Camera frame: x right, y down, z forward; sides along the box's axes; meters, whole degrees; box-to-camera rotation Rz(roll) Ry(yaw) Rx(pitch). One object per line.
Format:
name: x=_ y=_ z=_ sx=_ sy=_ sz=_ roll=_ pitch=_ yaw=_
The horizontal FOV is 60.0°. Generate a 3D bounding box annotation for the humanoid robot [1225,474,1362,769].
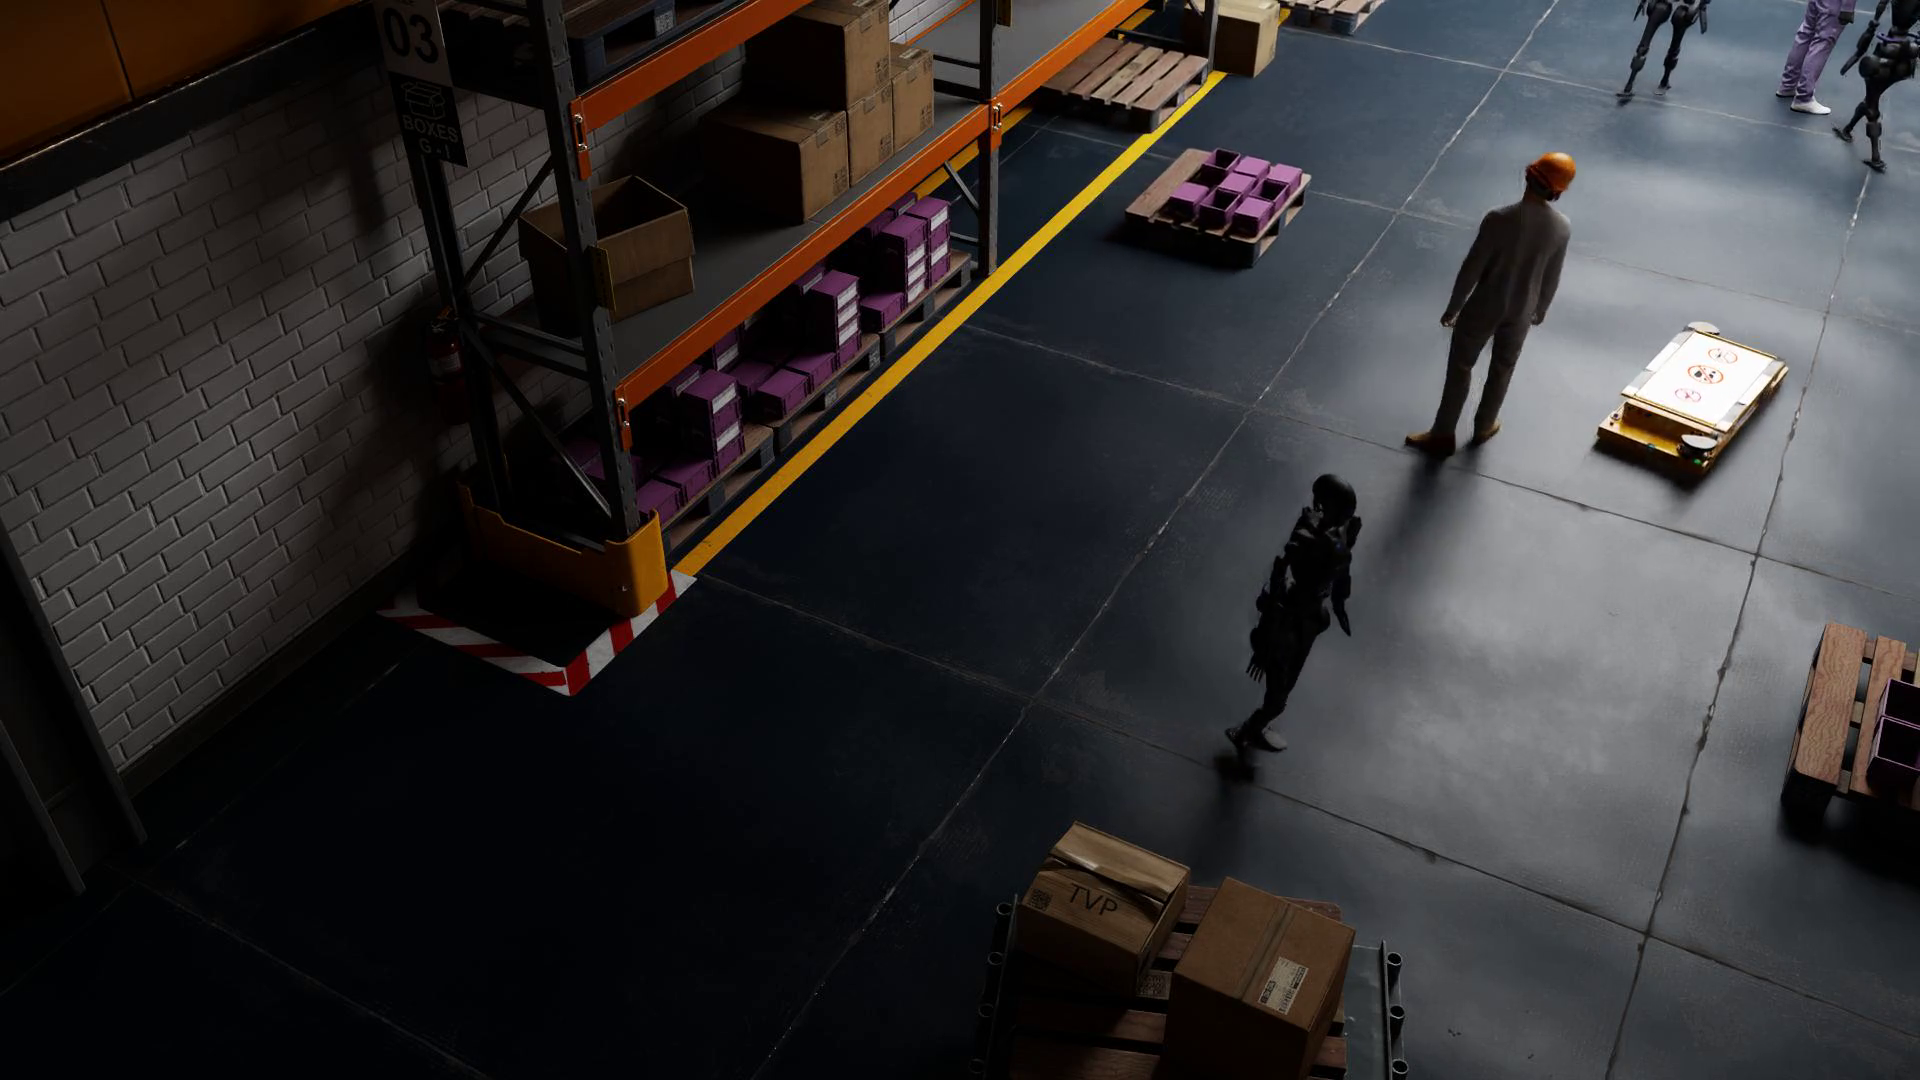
humanoid robot: x=1.538 y=0.354 z=7.656 sx=0.599 sy=1.646 sz=0.390 roll=-26 pitch=46 yaw=-29

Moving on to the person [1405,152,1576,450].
person: x=3.086 y=-1.349 z=9.647 sx=0.734 sy=1.852 sz=0.448 roll=1 pitch=39 yaw=1

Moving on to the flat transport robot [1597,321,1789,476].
flat transport robot: x=4.586 y=-0.903 z=10.349 sx=0.659 sy=0.231 sz=1.431 roll=28 pitch=46 yaw=30

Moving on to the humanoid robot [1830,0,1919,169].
humanoid robot: x=7.158 y=-3.740 z=12.815 sx=0.595 sy=1.629 sz=0.793 roll=-7 pitch=39 yaw=-8

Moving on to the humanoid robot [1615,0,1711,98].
humanoid robot: x=5.835 y=-4.380 z=13.586 sx=0.598 sy=1.635 sz=0.695 roll=25 pitch=45 yaw=28

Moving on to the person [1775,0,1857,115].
person: x=7.093 y=-4.418 z=13.435 sx=0.406 sy=1.904 sz=0.651 roll=0 pitch=39 yaw=0
